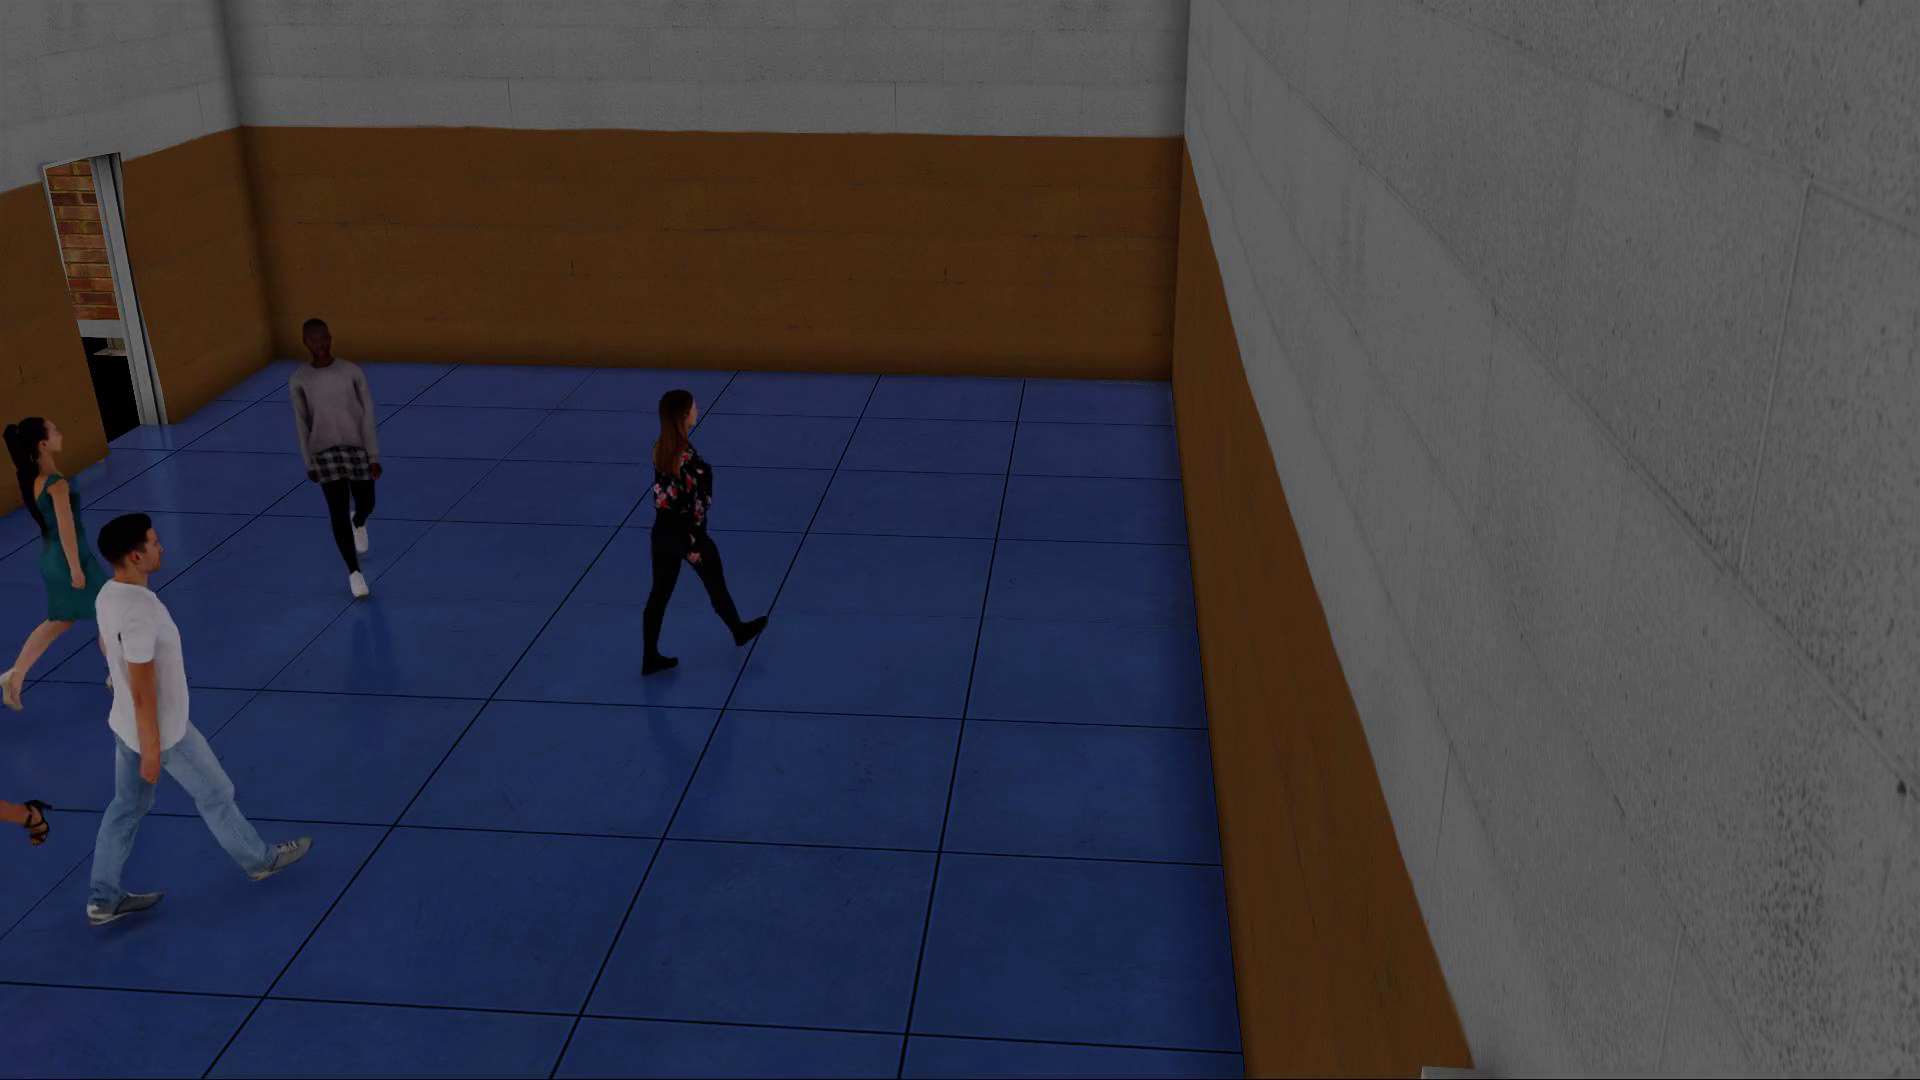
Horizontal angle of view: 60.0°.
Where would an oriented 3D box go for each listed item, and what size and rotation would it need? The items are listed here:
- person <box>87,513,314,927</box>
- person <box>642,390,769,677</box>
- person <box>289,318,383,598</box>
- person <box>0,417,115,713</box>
[{"bbox_3d":[-3.525,0.822,7.073,1.213,1.805,1.193,-19,29,-40],"label":"person"},{"bbox_3d":[-1.633,0.000,9.344,1.050,1.639,1.037,19,29,39],"label":"person"},{"bbox_3d":[-3.934,-0.558,10.580,1.108,1.753,1.020,-9,24,-21],"label":"person"},{"bbox_3d":[-4.847,0.176,8.876,0.992,1.661,0.970,18,28,37],"label":"person"}]
